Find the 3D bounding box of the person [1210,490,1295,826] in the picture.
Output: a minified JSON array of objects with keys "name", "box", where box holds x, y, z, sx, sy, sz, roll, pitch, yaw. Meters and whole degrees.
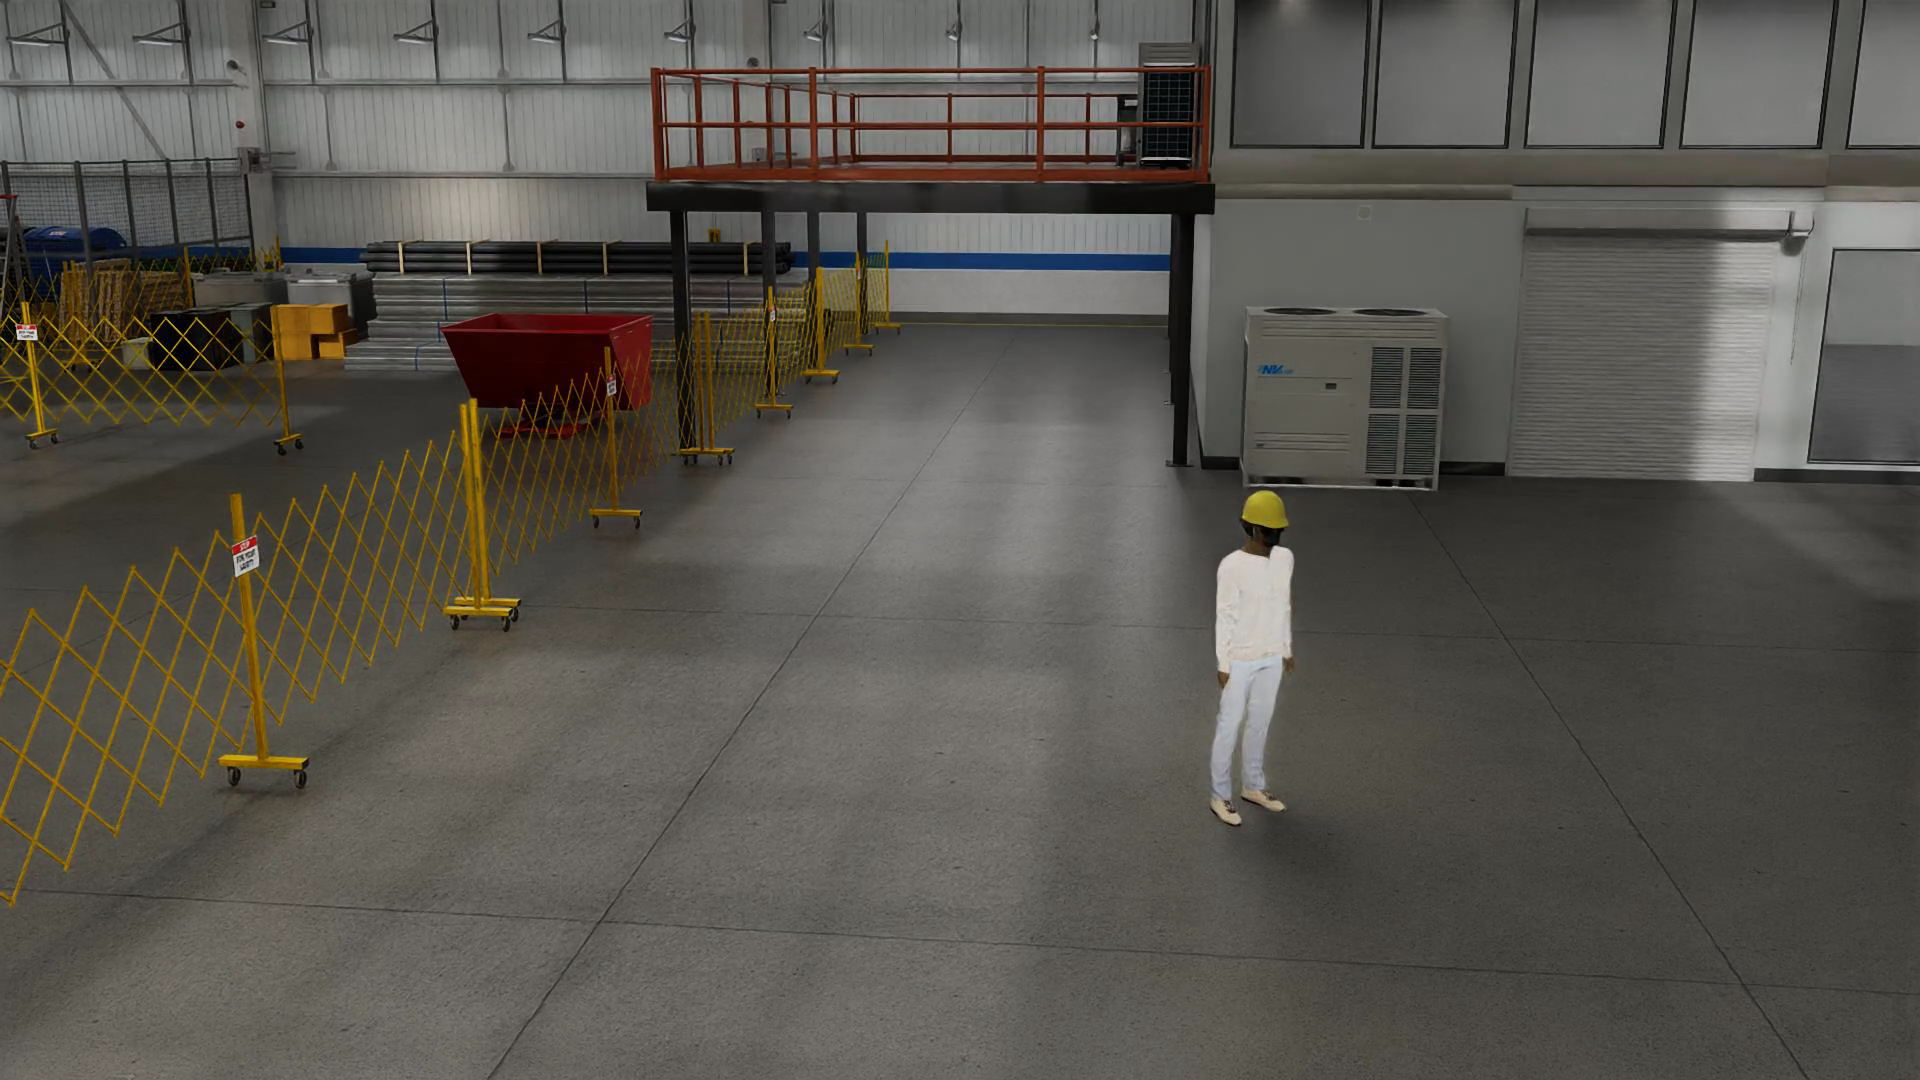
[{"name":"person","box":[1.544,0.603,8.646,0.533,1.767,0.326,-10,17,-34]}]
